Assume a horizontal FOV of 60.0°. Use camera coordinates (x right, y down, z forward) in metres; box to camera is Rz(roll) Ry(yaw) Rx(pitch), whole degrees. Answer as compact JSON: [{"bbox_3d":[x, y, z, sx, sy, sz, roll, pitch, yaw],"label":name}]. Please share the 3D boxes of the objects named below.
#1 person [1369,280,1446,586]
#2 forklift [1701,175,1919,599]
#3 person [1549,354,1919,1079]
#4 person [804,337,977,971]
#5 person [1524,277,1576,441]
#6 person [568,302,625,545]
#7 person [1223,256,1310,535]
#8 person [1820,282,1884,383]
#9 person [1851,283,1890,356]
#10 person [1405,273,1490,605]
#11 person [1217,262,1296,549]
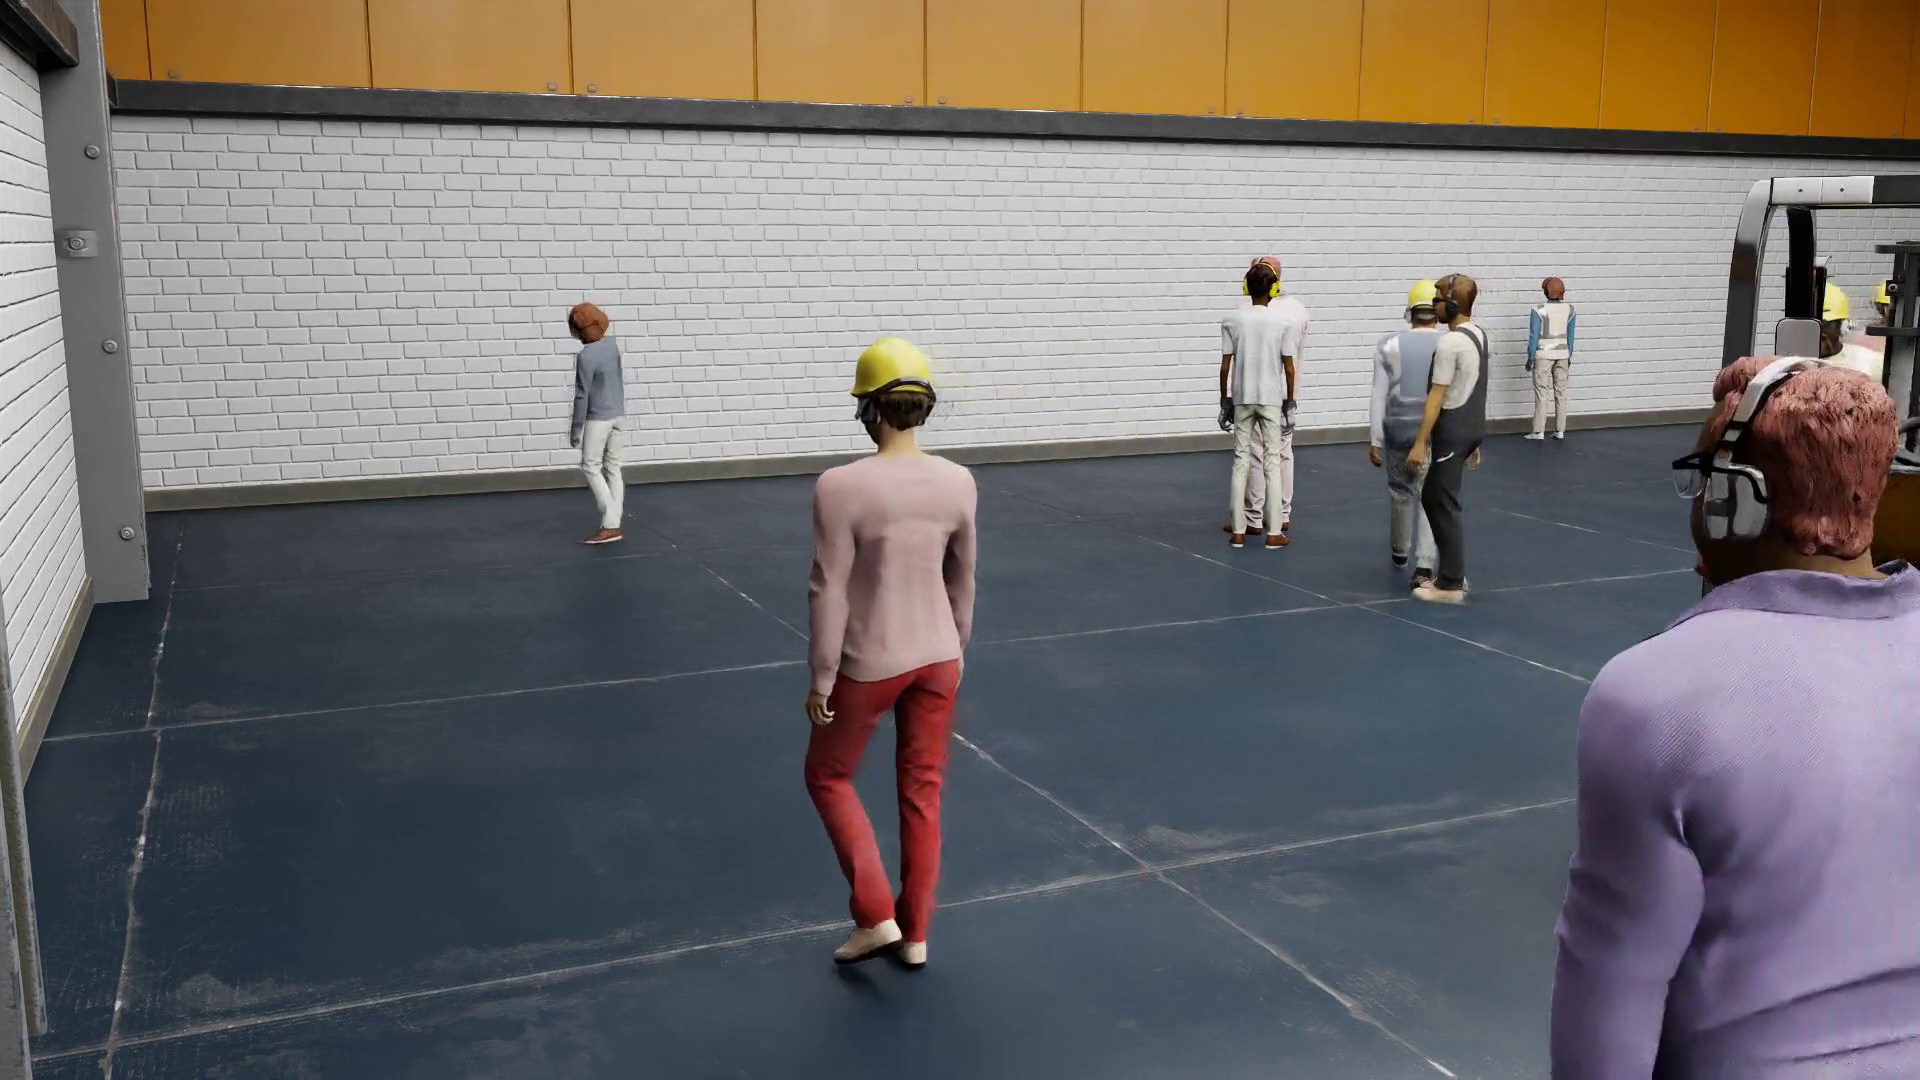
[{"bbox_3d":[2.731,-0.636,9.826,0.613,1.783,0.946,2,11,13],"label":"person"},{"bbox_3d":[2.810,0.094,4.662,1.214,2.155,2.313,7,12,34],"label":"forklift"},{"bbox_3d":[1.014,0.726,2.036,0.642,1.892,0.544,-3,11,-17],"label":"person"},{"bbox_3d":[-0.188,0.330,4.542,0.554,1.753,0.352,-7,12,-34],"label":"person"},{"bbox_3d":[5.918,-1.809,16.677,0.510,1.640,0.308,-3,11,-15],"label":"person"},{"bbox_3d":[-2.395,-0.779,11.104,0.340,1.615,0.594,3,11,19],"label":"person"},{"bbox_3d":[2.075,-0.986,11.411,0.642,1.906,0.410,-7,13,-35],"label":"person"},{"bbox_3d":[4.047,-0.303,7.878,0.624,1.819,0.424,9,14,42],"label":"person"},{"bbox_3d":[6.132,-0.857,11.081,0.572,1.751,0.441,-2,11,-12],"label":"person"},{"bbox_3d":[2.672,-0.549,9.200,0.425,1.837,0.533,7,12,33],"label":"person"},{"bbox_3d":[1.944,-0.876,10.901,0.519,1.873,0.335,4,11,21],"label":"person"}]
